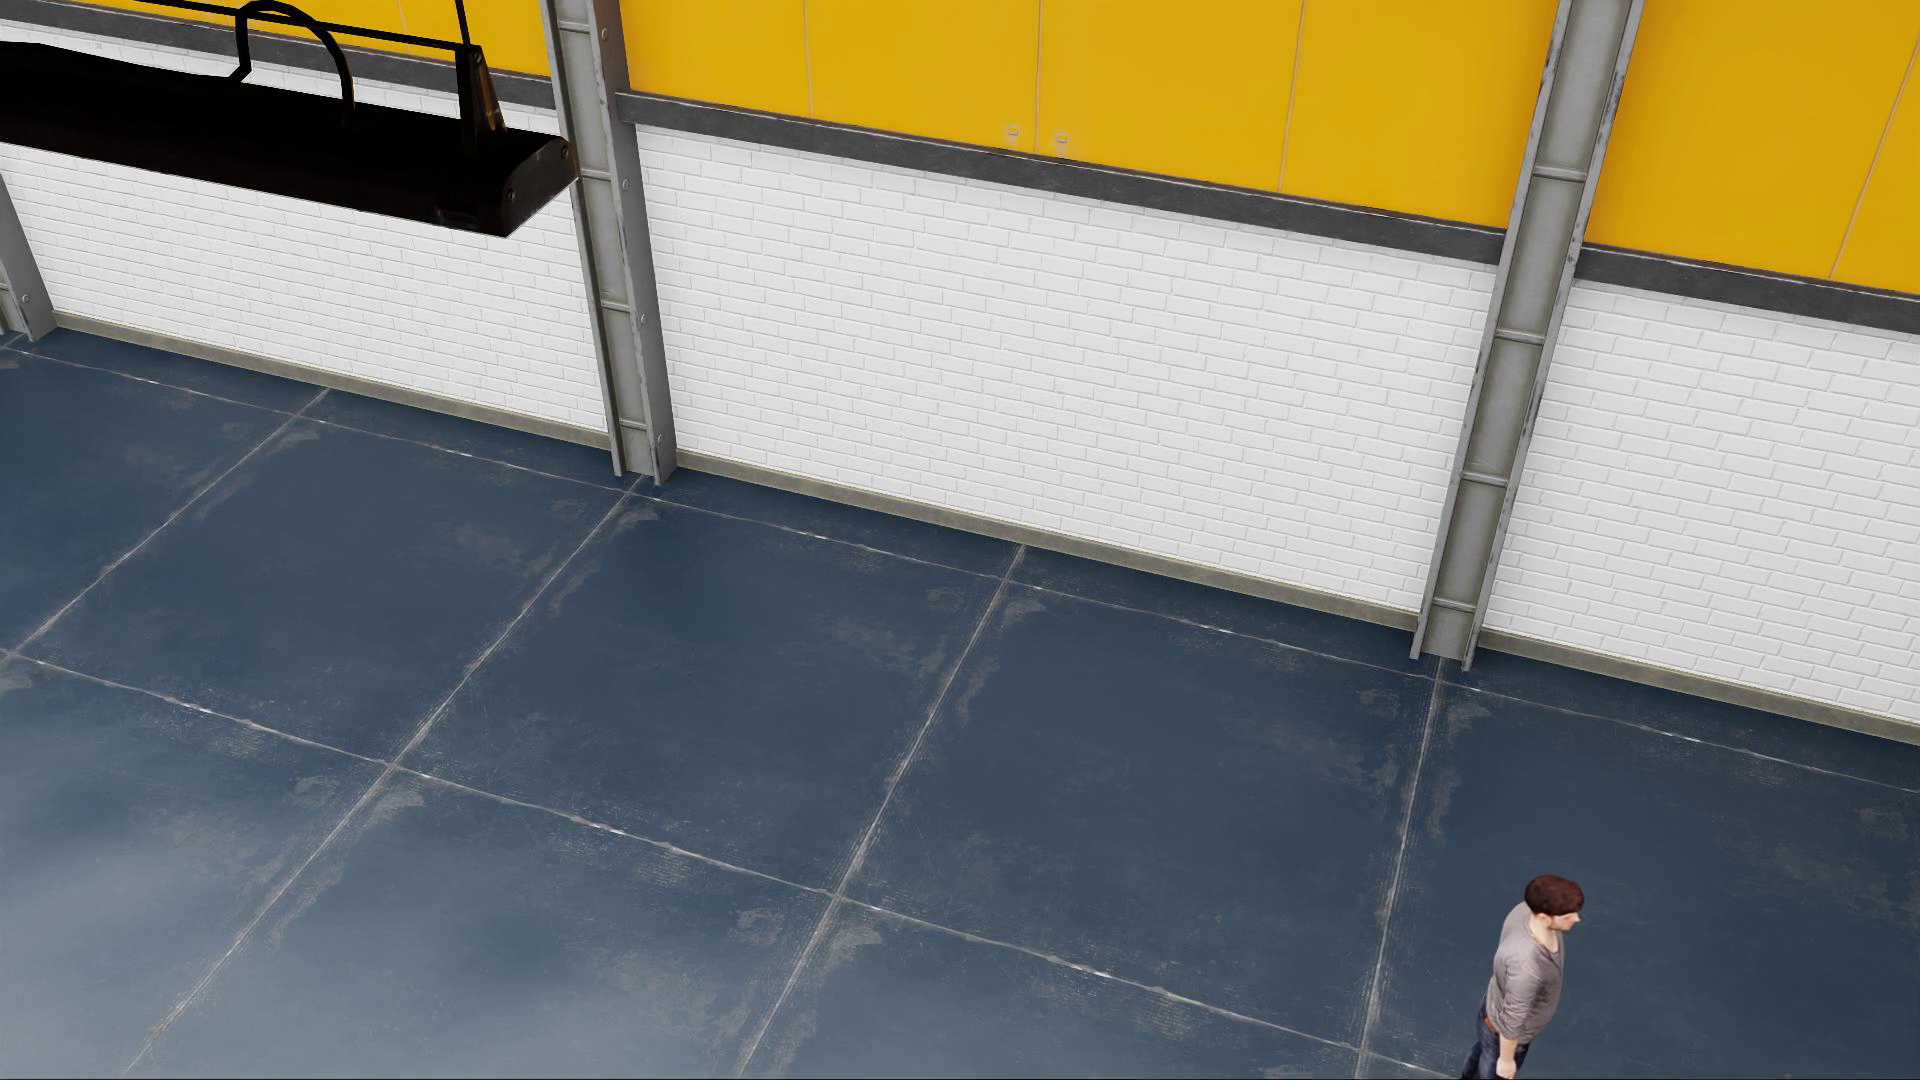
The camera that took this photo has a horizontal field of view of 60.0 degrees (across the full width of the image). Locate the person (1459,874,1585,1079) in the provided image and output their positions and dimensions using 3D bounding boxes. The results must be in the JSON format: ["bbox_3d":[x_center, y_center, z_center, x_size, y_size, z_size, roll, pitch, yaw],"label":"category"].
[{"bbox_3d":[2.558,2.227,7.756,0.586,1.905,0.705,16,41,19],"label":"person"}]
